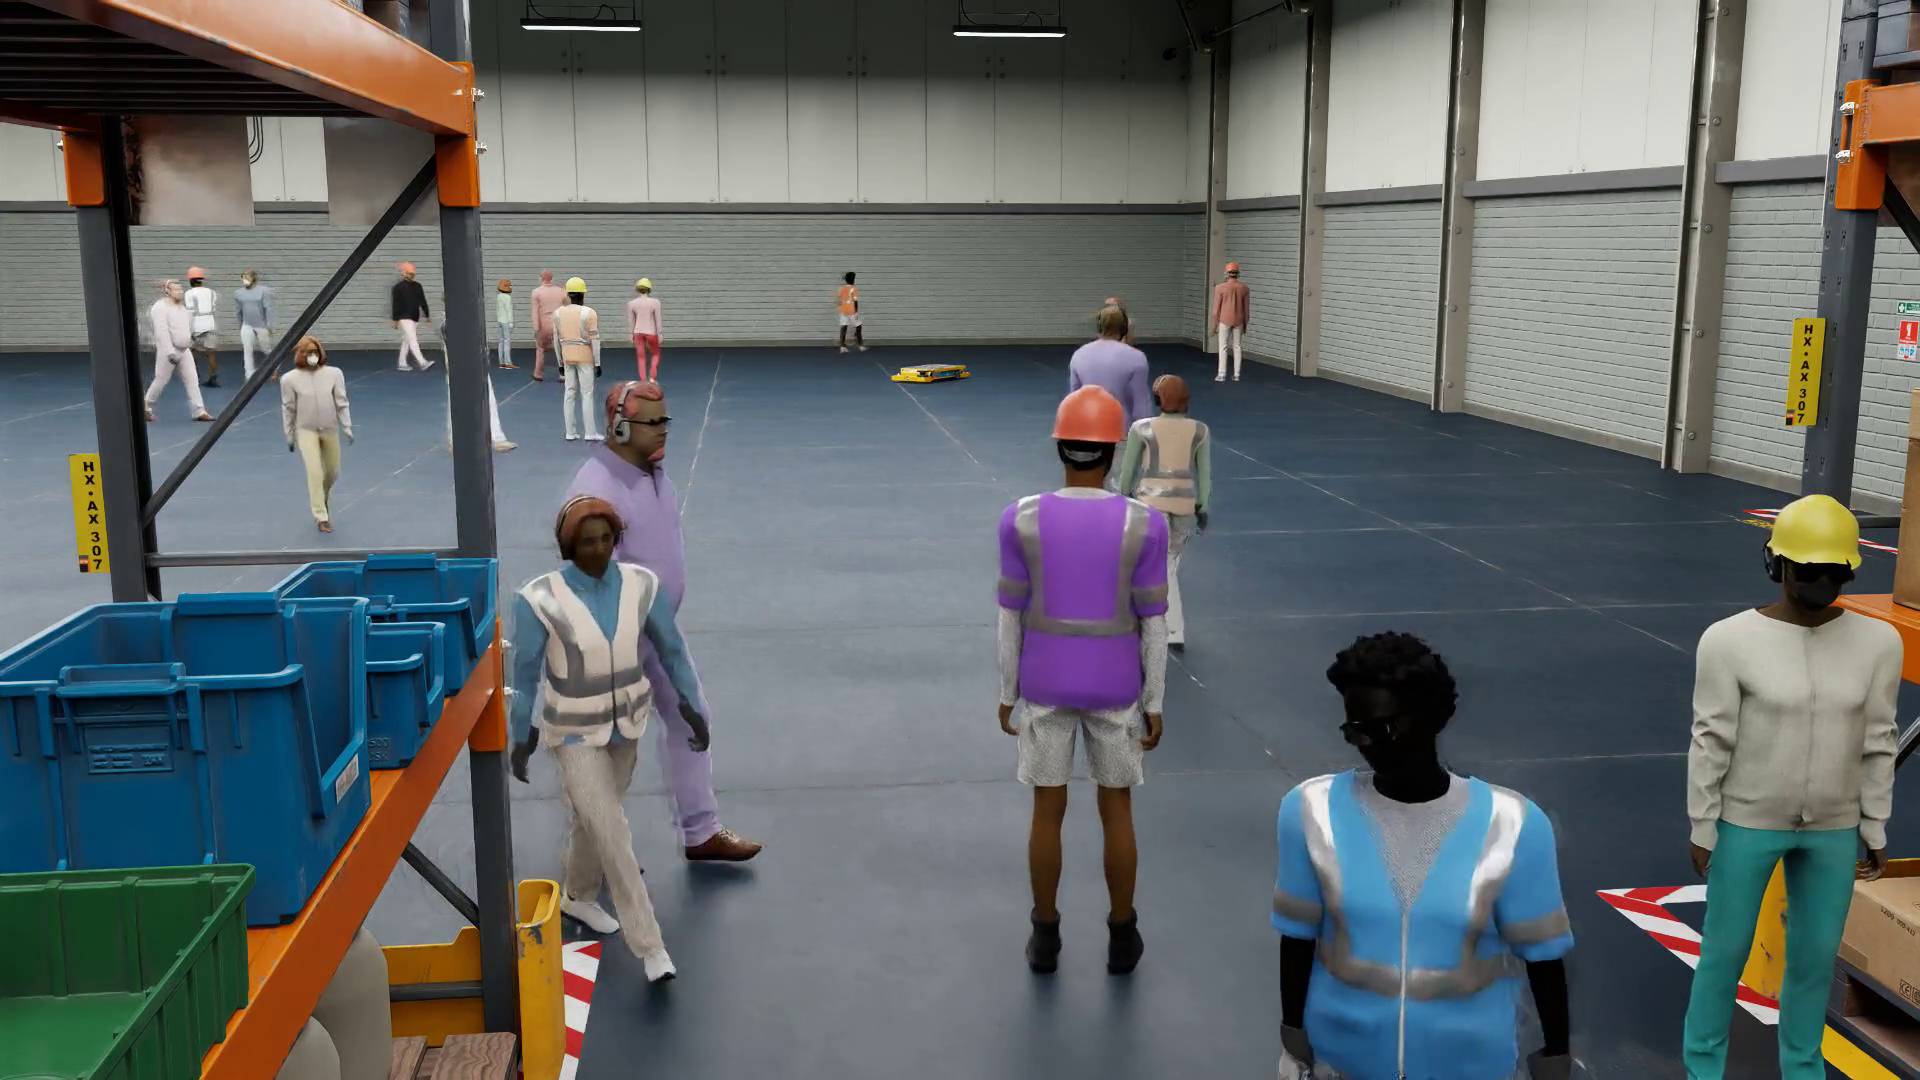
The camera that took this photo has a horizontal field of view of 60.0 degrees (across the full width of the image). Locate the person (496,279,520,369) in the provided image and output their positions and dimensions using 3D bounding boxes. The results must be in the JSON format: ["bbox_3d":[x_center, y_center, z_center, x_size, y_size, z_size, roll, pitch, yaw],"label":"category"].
[{"bbox_3d":[-8.318,-3.957,30.478,0.285,1.633,0.501,-8,13,-38],"label":"person"}]

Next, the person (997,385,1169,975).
[{"bbox_3d":[0.398,0.465,5.412,0.551,1.936,0.369,1,10,7],"label":"person"}]

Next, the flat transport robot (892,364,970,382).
[{"bbox_3d":[-0.479,-2.814,27.952,0.652,0.197,1.431,6,12,31],"label":"flat transport robot"}]

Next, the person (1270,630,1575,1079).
[{"bbox_3d":[0.903,1.006,3.201,0.633,1.666,0.312,4,11,19],"label":"person"}]

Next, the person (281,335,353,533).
[{"bbox_3d":[-5.328,-0.895,13.753,0.511,1.610,0.684,-7,13,-34],"label":"person"}]

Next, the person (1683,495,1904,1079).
[{"bbox_3d":[2.175,0.745,4.368,0.518,1.757,0.337,1,10,3],"label":"person"}]

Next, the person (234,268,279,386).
[{"bbox_3d":[-11.492,-3.489,27.190,0.638,1.909,0.918,0,10,-3],"label":"person"}]

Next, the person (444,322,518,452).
[{"bbox_3d":[-5.348,-1.849,18.432,0.856,1.805,0.646,5,11,24],"label":"person"}]

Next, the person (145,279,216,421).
[{"bbox_3d":[-10.282,-2.460,21.670,0.988,1.866,0.654,2,11,13],"label":"person"}]

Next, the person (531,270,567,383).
[{"bbox_3d":[-6.807,-3.532,27.569,0.664,1.851,1.013,-8,13,-36],"label":"person"}]

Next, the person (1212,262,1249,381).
[{"bbox_3d":[4.498,-3.635,27.778,0.626,1.977,0.445,-2,11,-11],"label":"person"}]

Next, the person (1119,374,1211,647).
[{"bbox_3d":[1.226,-0.191,9.951,0.509,1.590,0.882,-3,11,-14],"label":"person"}]

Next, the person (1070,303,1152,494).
[{"bbox_3d":[1.084,-0.766,12.192,0.650,1.922,0.692,7,13,35],"label":"person"}]

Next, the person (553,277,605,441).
[{"bbox_3d":[-4.498,-2.124,19.618,0.587,1.930,0.360,3,11,17],"label":"person"}]

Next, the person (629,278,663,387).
[{"bbox_3d":[-4.946,-3.256,26.290,0.554,1.747,0.480,1,10,7],"label":"person"}]

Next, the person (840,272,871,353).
[{"bbox_3d":[-2.217,-4.725,34.578,0.556,1.658,0.808,9,14,40],"label":"person"}]

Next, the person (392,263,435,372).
[{"bbox_3d":[-9.775,-3.979,29.781,1.053,1.929,0.613,5,12,27],"label":"person"}]

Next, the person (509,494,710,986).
[{"bbox_3d":[-1.139,0.627,5.455,0.618,1.578,0.865,-9,14,-41],"label":"person"}]

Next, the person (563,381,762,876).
[{"bbox_3d":[-1.114,0.353,6.167,0.802,1.878,0.676,3,11,16],"label":"person"}]

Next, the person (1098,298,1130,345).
[{"bbox_3d":[2.030,-2.419,22.166,0.549,1.588,0.882,-5,11,-25],"label":"person"}]

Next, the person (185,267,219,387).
[{"bbox_3d":[-12.173,-3.401,26.628,0.647,1.918,0.544,6,12,31],"label":"person"}]
